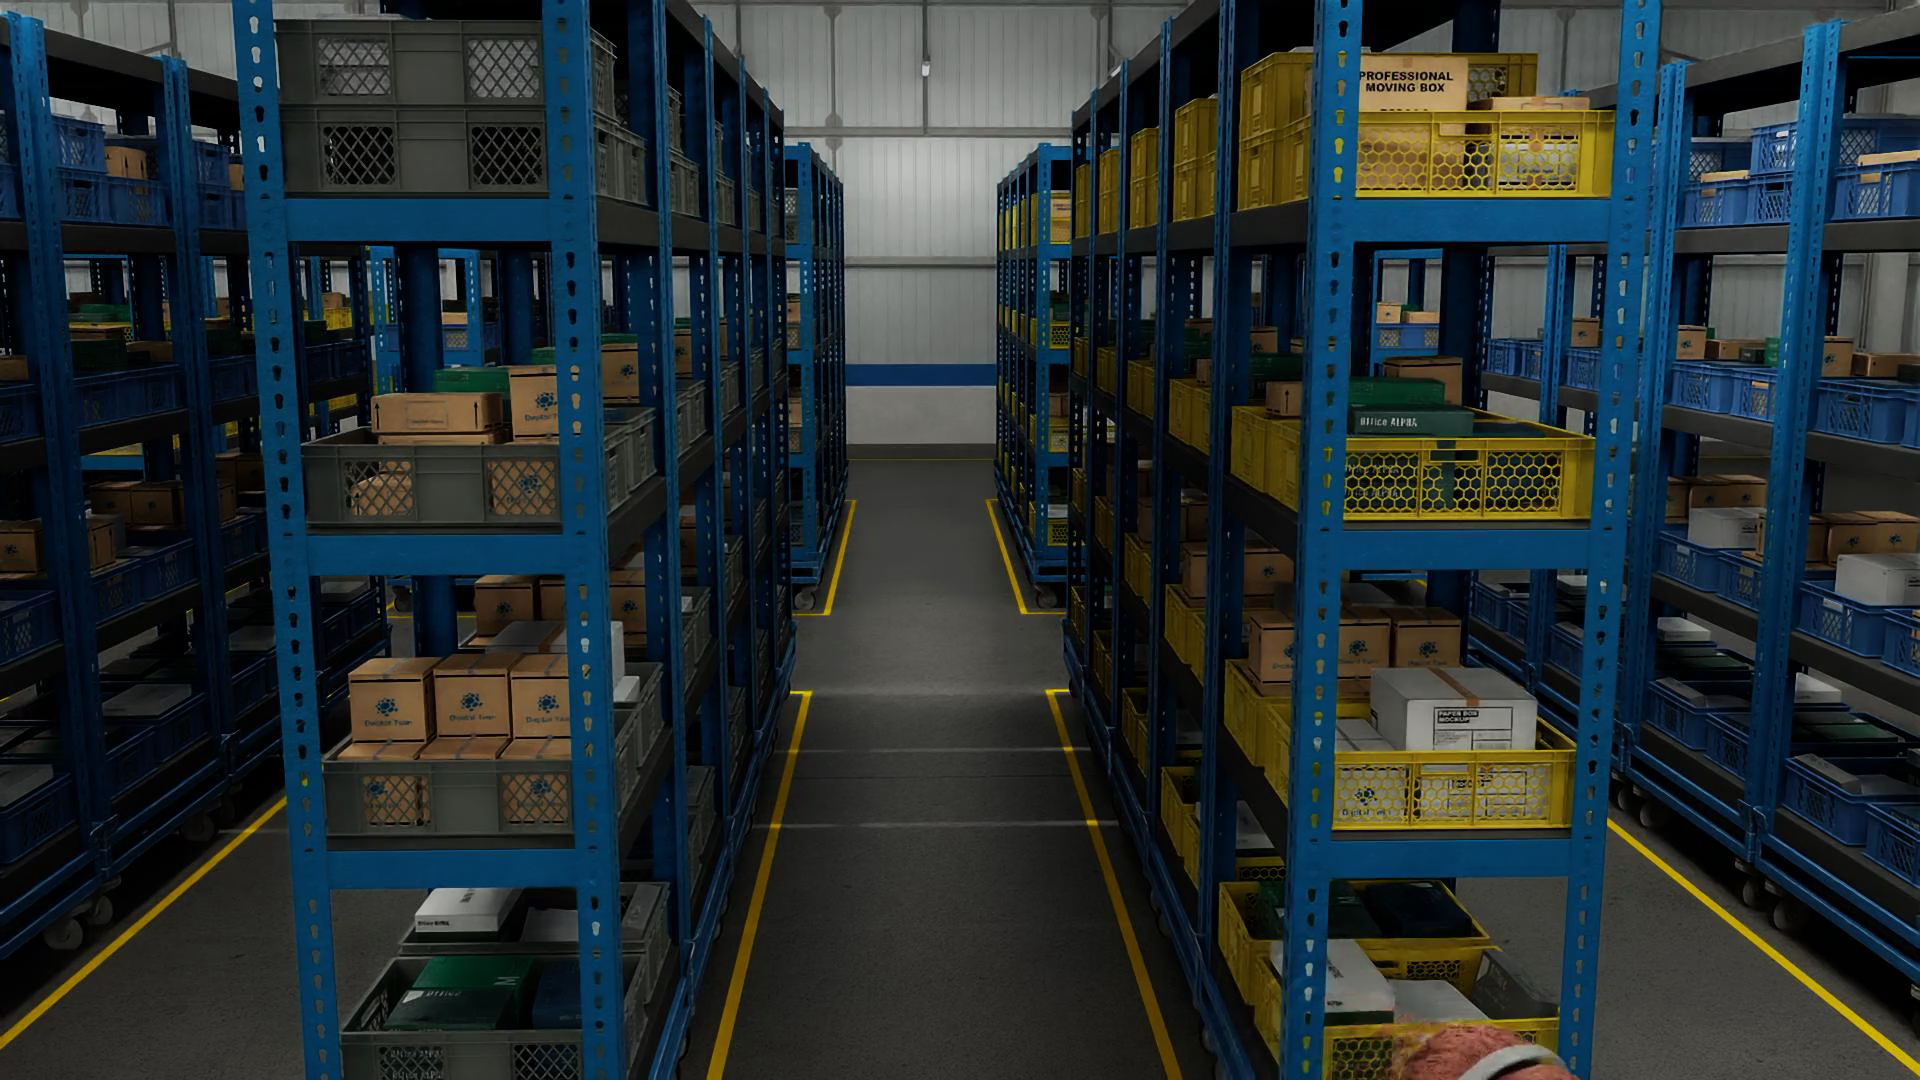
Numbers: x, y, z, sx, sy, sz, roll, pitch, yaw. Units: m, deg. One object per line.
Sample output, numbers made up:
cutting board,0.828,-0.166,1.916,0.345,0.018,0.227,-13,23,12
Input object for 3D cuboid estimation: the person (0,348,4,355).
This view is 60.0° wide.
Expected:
person,-12.060,-1.635,20.755,0.548,1.830,0.571,0,9,-1

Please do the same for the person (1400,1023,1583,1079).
person,0.495,1.427,2.088,0.721,1.872,0.552,3,10,18
